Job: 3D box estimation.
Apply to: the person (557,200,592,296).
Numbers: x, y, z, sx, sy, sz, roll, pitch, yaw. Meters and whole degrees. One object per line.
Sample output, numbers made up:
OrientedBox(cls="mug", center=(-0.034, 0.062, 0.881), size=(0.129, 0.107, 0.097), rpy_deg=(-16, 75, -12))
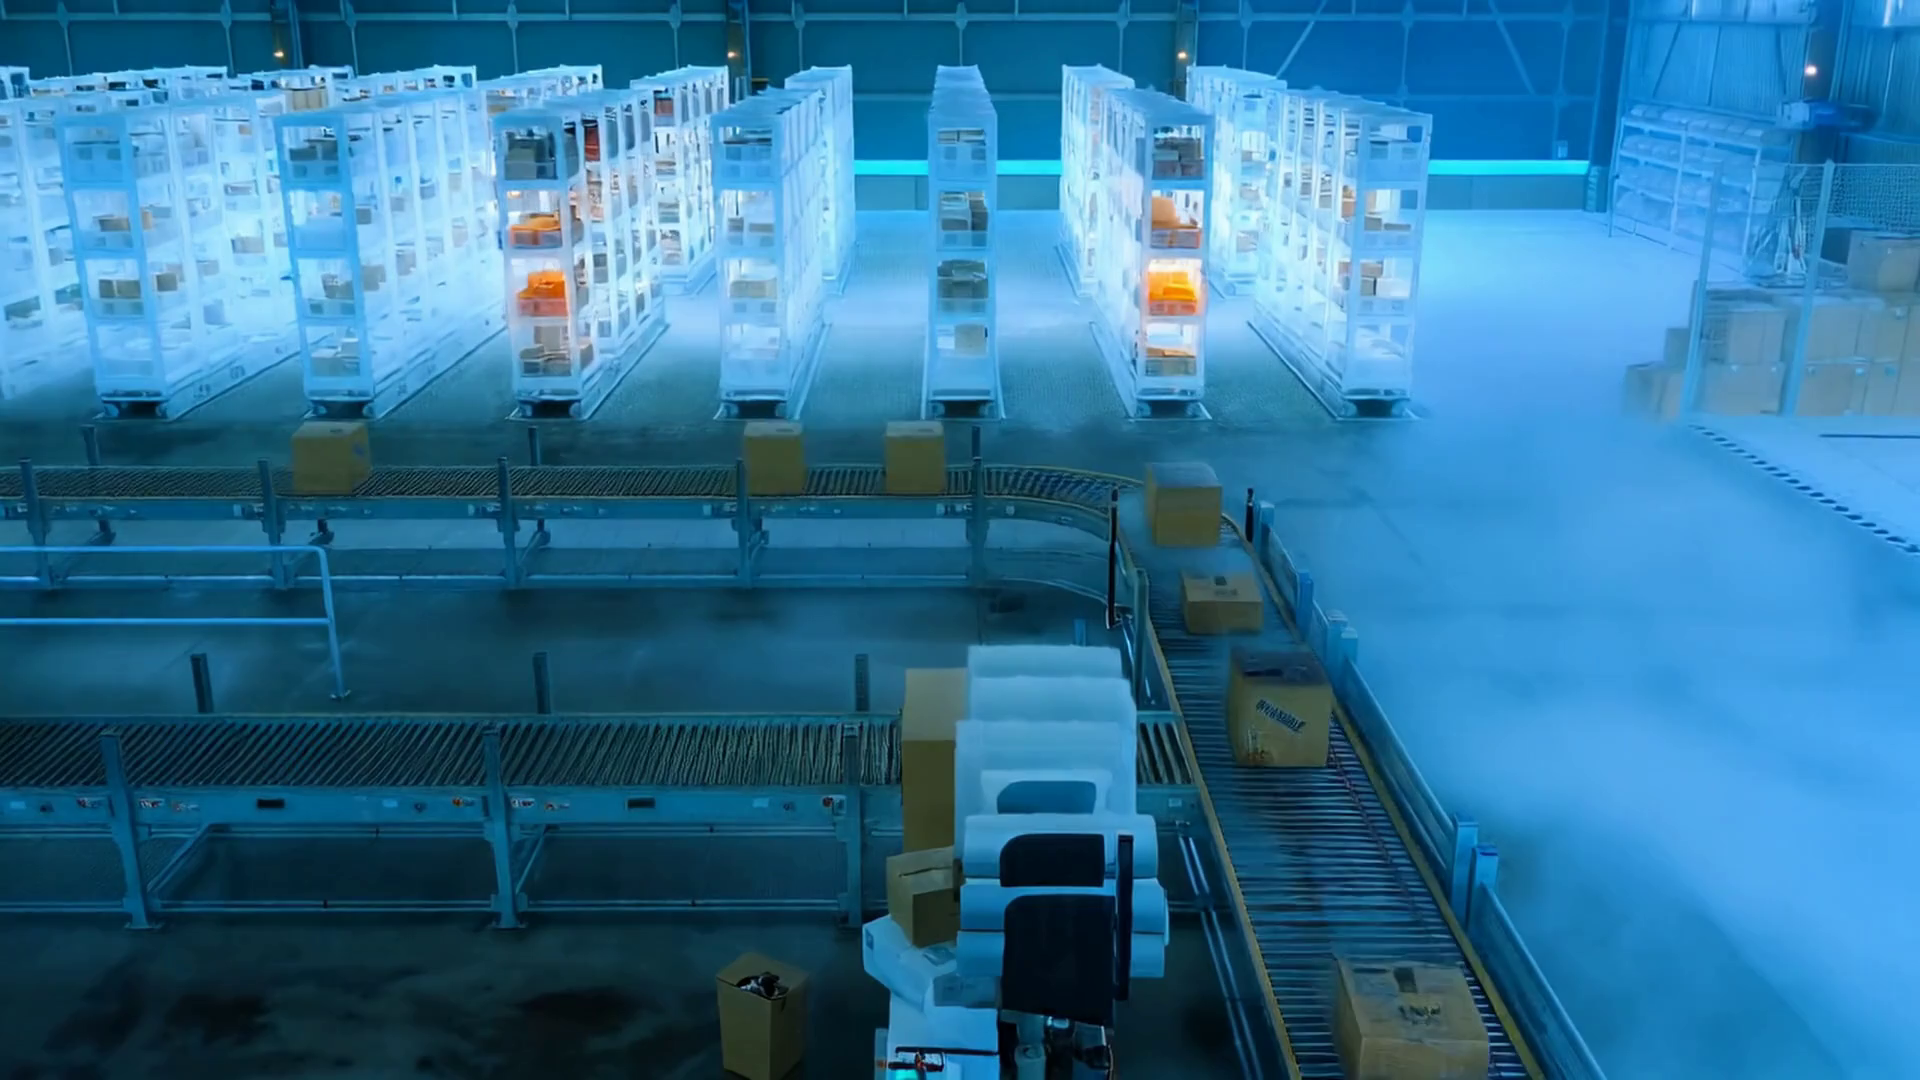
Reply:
OrientedBox(cls="person", center=(-6.437, -4.834, 27.642), size=(0.912, 1.779, 0.600), rpy_deg=(0, 18, 0))

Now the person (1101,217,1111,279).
OrientedBox(cls="person", center=(2.449, -4.493, 26.494), size=(0.377, 1.841, 0.567), rpy_deg=(-15, 23, -39))
